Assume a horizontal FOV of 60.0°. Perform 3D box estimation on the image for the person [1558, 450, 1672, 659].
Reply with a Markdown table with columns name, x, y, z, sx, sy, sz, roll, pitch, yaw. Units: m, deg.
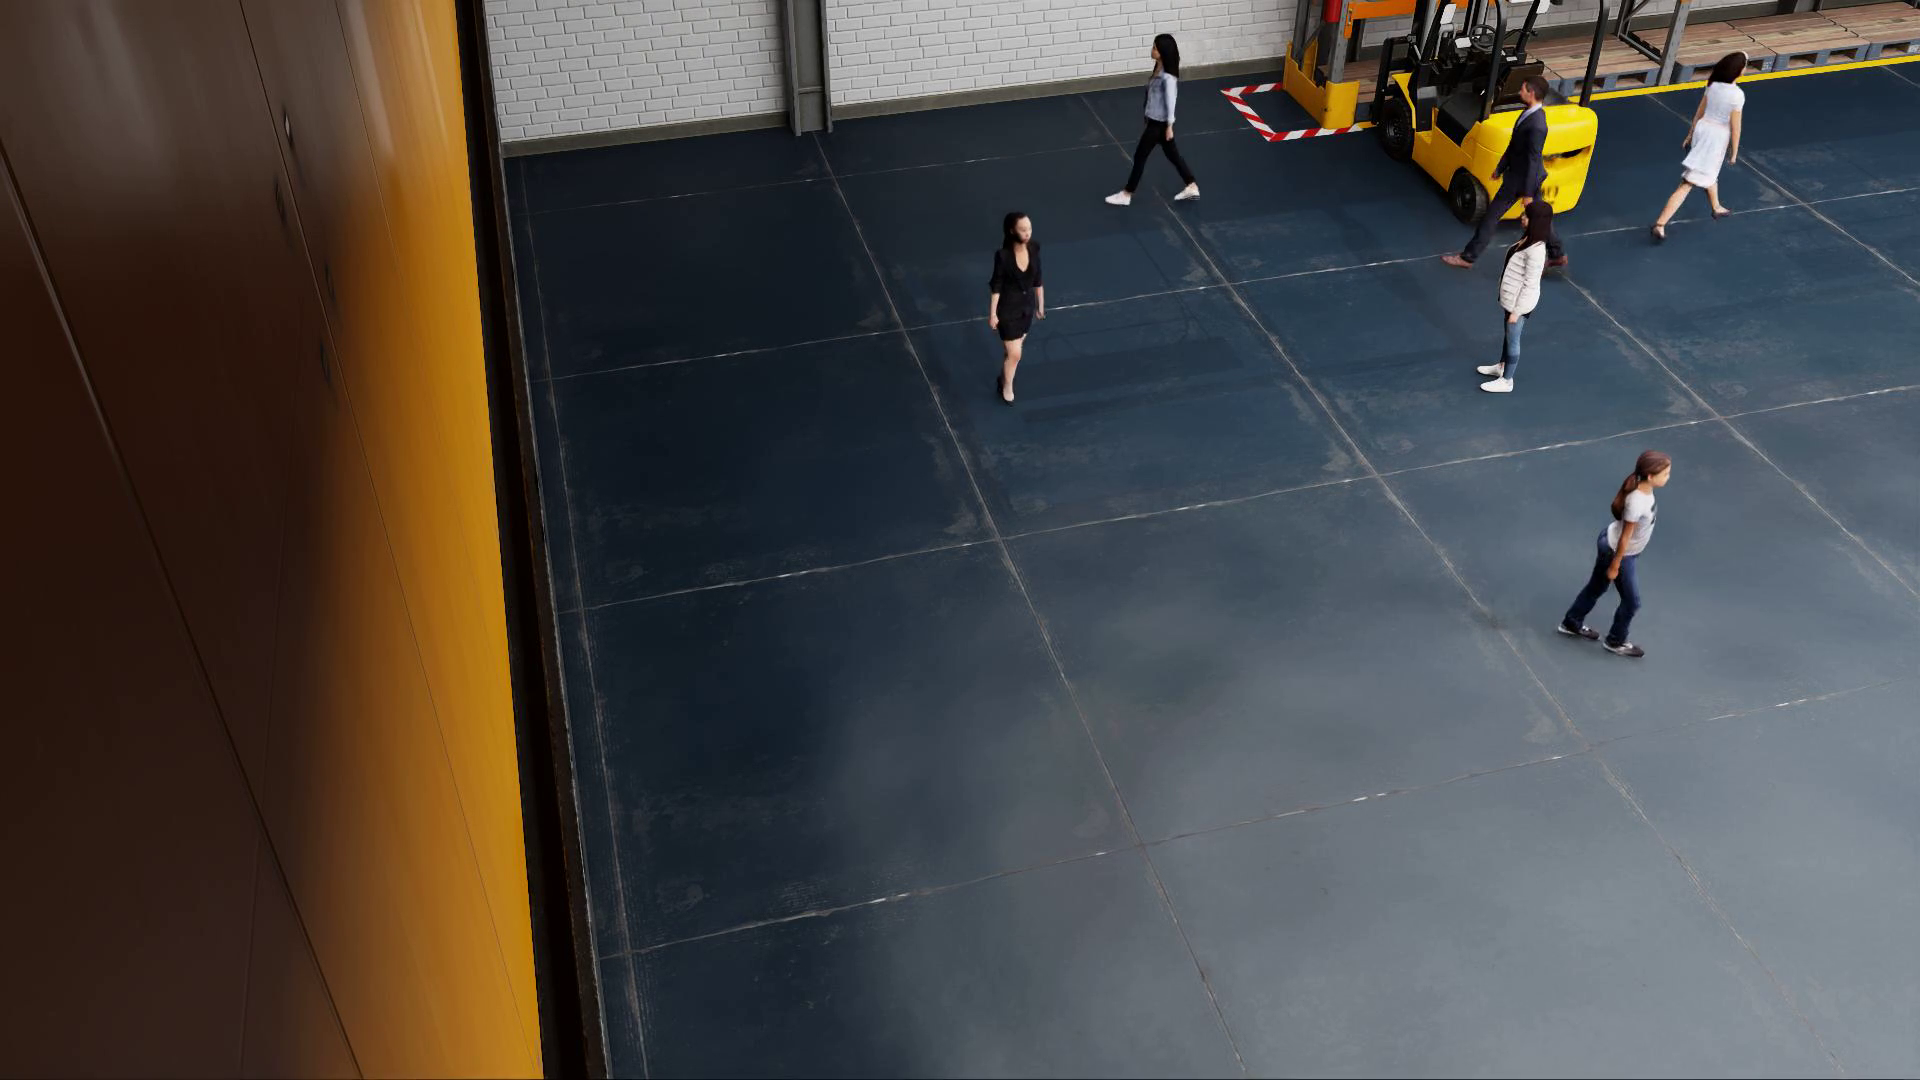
| name | x | y | z | sx | sy | sz | roll | pitch | yaw |
| --- | --- | --- | --- | --- | --- | --- | --- | --- | --- |
| person | 4.200 | 0.056 | 10.763 | 0.888 | 1.543 | 0.801 | 15 | 41 | 18 |

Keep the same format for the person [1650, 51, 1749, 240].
| name | x | y | z | sx | sy | sz | roll | pitch | yaw |
| --- | --- | --- | --- | --- | --- | --- | --- | --- | --- |
| person | 6.682 | -3.490 | 15.028 | 1.224 | 1.763 | 0.738 | -14 | 41 | -17 |

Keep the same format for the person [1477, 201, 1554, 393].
| name | x | y | z | sx | sy | sz | roll | pitch | yaw |
| --- | --- | --- | --- | --- | --- | --- | --- | --- | --- |
| person | 4.434 | -1.935 | 13.180 | 0.683 | 1.638 | 0.693 | 6 | 39 | 7 |

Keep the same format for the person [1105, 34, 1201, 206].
| name | x | y | z | sx | sy | sz | roll | pitch | yaw |
| --- | --- | --- | --- | --- | --- | --- | --- | --- | --- |
| person | 1.962 | -3.903 | 15.624 | 1.191 | 1.662 | 0.751 | -3 | 39 | -3 |

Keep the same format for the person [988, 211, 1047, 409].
| name | x | y | z | sx | sy | sz | roll | pitch | yaw |
| --- | --- | --- | --- | --- | --- | --- | --- | --- | --- |
| person | 0.366 | -1.816 | 12.998 | 0.674 | 1.680 | 0.773 | -25 | 45 | -27 |

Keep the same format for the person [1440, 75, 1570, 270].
| name | x | y | z | sx | sy | sz | roll | pitch | yaw |
| --- | --- | --- | --- | --- | --- | --- | --- | --- | --- |
| person | 5.007 | -3.125 | 14.534 | 1.395 | 1.808 | 1.091 | 8 | 39 | 10 |
